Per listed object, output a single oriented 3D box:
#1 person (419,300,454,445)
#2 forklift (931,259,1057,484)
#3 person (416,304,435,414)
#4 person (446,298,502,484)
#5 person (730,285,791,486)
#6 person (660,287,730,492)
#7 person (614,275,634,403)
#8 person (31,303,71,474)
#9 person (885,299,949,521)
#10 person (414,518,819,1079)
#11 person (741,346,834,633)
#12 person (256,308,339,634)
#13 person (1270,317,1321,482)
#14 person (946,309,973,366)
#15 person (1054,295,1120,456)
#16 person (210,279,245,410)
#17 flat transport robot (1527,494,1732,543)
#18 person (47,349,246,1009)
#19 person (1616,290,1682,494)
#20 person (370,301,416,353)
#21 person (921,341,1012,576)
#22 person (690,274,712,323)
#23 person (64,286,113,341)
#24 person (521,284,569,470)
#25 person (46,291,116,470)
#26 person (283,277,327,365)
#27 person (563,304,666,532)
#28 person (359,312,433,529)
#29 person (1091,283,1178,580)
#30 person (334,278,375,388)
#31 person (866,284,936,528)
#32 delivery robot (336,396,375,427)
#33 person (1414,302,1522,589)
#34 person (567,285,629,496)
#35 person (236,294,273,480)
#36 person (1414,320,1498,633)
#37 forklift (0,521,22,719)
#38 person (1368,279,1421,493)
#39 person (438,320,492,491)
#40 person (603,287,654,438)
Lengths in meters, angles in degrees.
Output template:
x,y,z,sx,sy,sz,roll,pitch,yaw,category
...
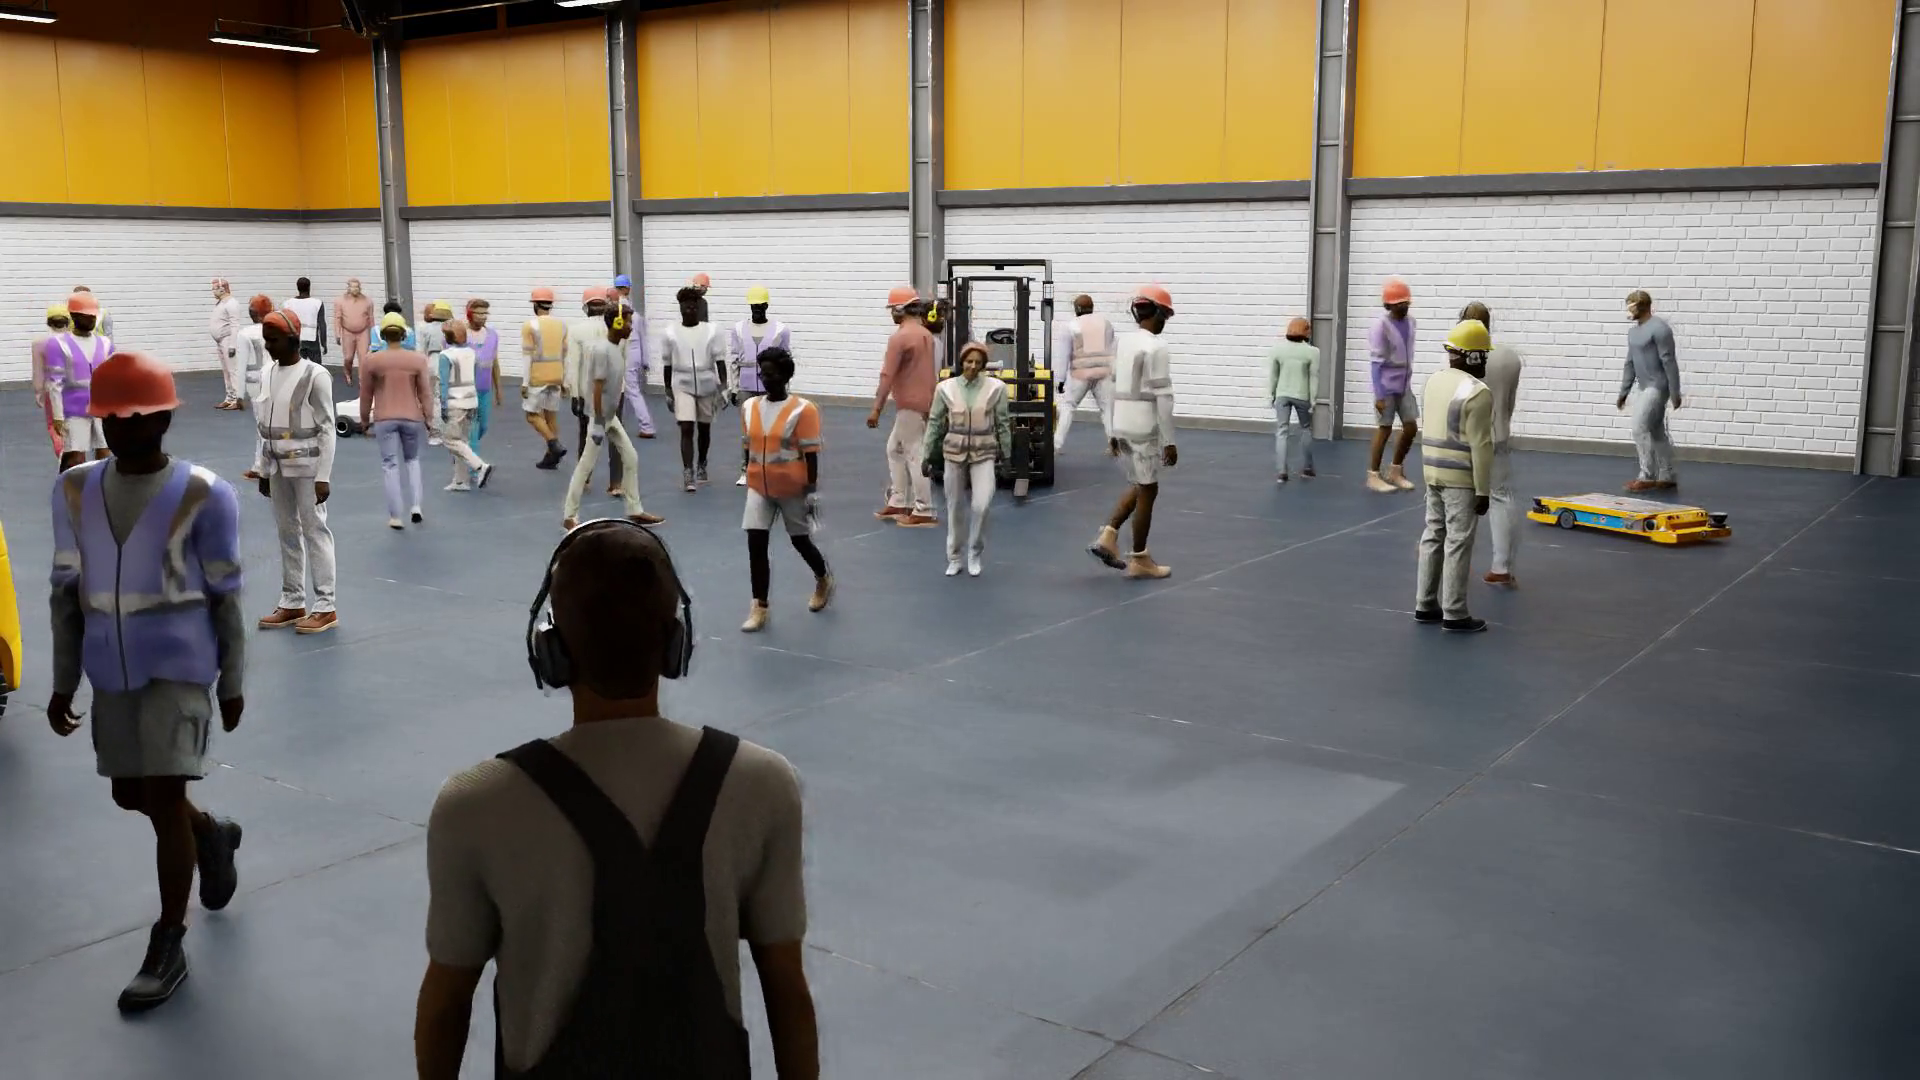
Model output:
x,y,z,sx,sy,sz,roll,pitch,yaw,category
-6.135,-1.993,19.755,0.500,1.679,0.838,2,10,11,person
0.370,-1.738,16.759,1.214,2.155,2.313,1,10,3,forklift
-7.338,-2.503,23.157,0.859,1.568,0.556,8,12,39,person
-4.844,-1.471,16.367,0.787,1.812,0.606,8,13,41,person
-1.922,-1.479,16.004,0.585,1.929,0.370,0,10,2,person
-2.532,-1.452,15.897,0.625,1.925,0.991,-2,10,-12,person
-5.125,-3.053,25.316,0.381,1.950,0.602,-6,11,-32,person
-8.918,-1.481,16.567,0.529,1.747,0.643,-7,12,-36,person
-0.319,-1.077,13.862,0.413,1.839,0.570,7,12,37,person
-0.526,0.857,2.452,0.518,1.797,0.960,-5,11,-28,person
-1.037,-0.324,9.906,0.536,1.671,0.787,4,10,24,person
-3.879,-0.399,9.695,0.574,1.887,0.355,5,11,28,person
3.311,-1.386,16.417,0.519,1.606,0.718,4,10,24,person
-0.018,-2.152,21.034,0.866,1.579,0.502,6,11,32,person
1.347,-1.824,18.508,0.772,1.799,0.538,-3,10,-17,person
-10.680,-2.840,24.194,0.405,1.903,0.636,-8,12,-39,person
5.315,-0.191,13.262,0.652,0.197,1.431,-5,11,-29,flat transport robot
-2.428,0.366,5.077,0.546,1.912,0.862,1,10,4,person
6.422,-1.372,15.487,0.666,1.886,0.654,0,10,1,person
-7.005,-2.125,20.600,0.533,1.679,0.699,-3,10,-15,person
0.041,-0.543,11.323,0.626,1.614,0.447,1,10,4,person
-3.984,-3.055,25.302,0.432,1.964,0.653,3,10,18,person
-11.176,-2.325,21.300,0.619,1.845,0.430,-1,10,-8,person
-4.241,-1.656,17.091,0.501,1.919,0.559,8,12,39,person
-7.093,-1.051,13.470,0.615,1.925,0.570,7,12,37,person
-9.710,-2.933,24.695,0.590,1.918,0.391,-1,10,-7,person
-2.778,-0.964,13.263,0.870,1.815,0.652,1,10,4,person
-4.581,-0.972,13.519,0.539,1.746,0.527,-5,11,-29,person
1.234,-0.731,11.295,0.526,2.013,0.653,-4,10,-22,person
-10.202,-3.474,28.039,0.648,1.886,0.608,-4,10,-22,person
-0.509,-1.078,13.525,0.758,1.960,0.623,3,10,20,person
-7.293,-1.595,20.498,0.707,0.478,0.477,1,10,5,delivery robot
3.457,-0.653,11.238,0.648,1.881,1.036,-2,10,-13,person
-3.354,-1.390,15.464,0.604,1.933,1.074,-4,10,-24,person
-6.702,-1.455,16.121,0.935,1.849,0.584,6,11,30,person
2.907,-0.366,9.702,0.403,1.826,0.596,-3,10,-18,person
-5.296,-0.090,6.943,1.214,2.155,2.313,7,12,35,forklift
3.975,-1.400,15.340,0.620,1.992,0.578,-6,11,-34,person
-4.602,-1.231,15.466,0.563,1.622,0.521,4,10,21,person
-4.156,-2.158,20.346,1.007,1.830,0.652,5,11,27,person
